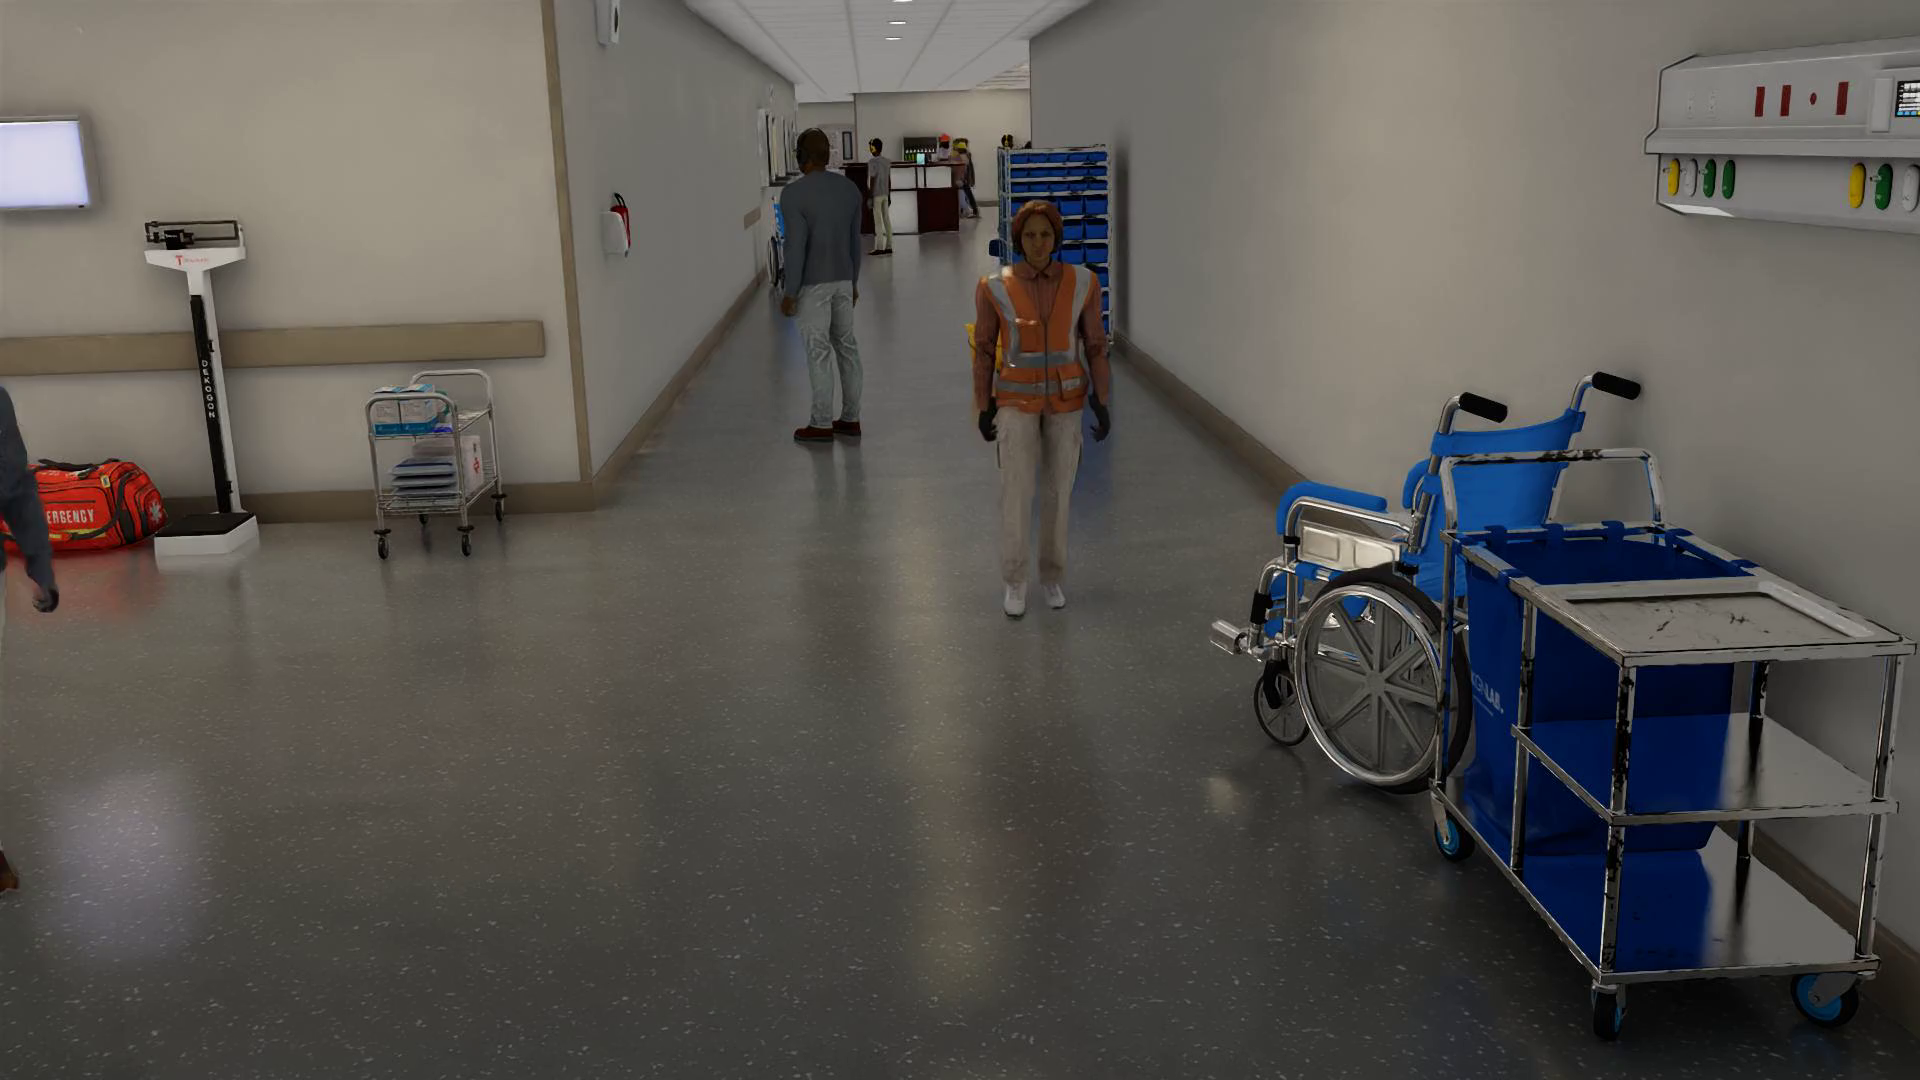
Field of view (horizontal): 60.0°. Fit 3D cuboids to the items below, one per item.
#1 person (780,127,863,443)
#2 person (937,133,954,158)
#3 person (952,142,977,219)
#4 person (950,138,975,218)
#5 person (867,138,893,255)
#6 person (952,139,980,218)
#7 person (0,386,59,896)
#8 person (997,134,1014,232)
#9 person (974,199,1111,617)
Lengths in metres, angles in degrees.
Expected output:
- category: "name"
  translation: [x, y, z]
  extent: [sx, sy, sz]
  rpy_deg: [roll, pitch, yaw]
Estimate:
- category: "person"
  translation: [-0.863, -1.579, 10.390]
  extent: [0.371, 1.940, 0.627]
  rpy_deg: [11, 19, 42]
- category: "person"
  translation: [-0.329, -8.931, 40.565]
  extent: [0.545, 1.929, 0.390]
  rpy_deg: [5, 15, 27]
- category: "person"
  translation: [0.025, -8.155, 37.750]
  extent: [0.895, 1.721, 0.544]
  rpy_deg: [8, 17, 35]
- category: "person"
  translation: [0.141, -8.373, 38.451]
  extent: [0.850, 1.810, 0.658]
  rpy_deg: [-13, 18, -39]
- category: "person"
  translation: [-1.308, -5.534, 26.857]
  extent: [0.329, 1.865, 0.508]
  rpy_deg: [10, 18, 39]
- category: "person"
  translation: [-0.019, -8.224, 37.913]
  extent: [0.972, 1.783, 0.518]
  rpy_deg: [-1, 14, 4]
- category: "person"
  translation: [-2.740, 0.091, 4.473]
  extent: [0.513, 1.590, 0.846]
  rpy_deg: [-14, 18, -41]
- category: "person"
  translation: [0.888, -6.914, 32.275]
  extent: [0.332, 1.862, 0.507]
  rpy_deg: [1, 14, 10]
- category: "person"
  translation: [0.330, -0.497, 6.471]
  extent: [0.519, 1.622, 0.496]
  rpy_deg: [-4, 14, -8]
